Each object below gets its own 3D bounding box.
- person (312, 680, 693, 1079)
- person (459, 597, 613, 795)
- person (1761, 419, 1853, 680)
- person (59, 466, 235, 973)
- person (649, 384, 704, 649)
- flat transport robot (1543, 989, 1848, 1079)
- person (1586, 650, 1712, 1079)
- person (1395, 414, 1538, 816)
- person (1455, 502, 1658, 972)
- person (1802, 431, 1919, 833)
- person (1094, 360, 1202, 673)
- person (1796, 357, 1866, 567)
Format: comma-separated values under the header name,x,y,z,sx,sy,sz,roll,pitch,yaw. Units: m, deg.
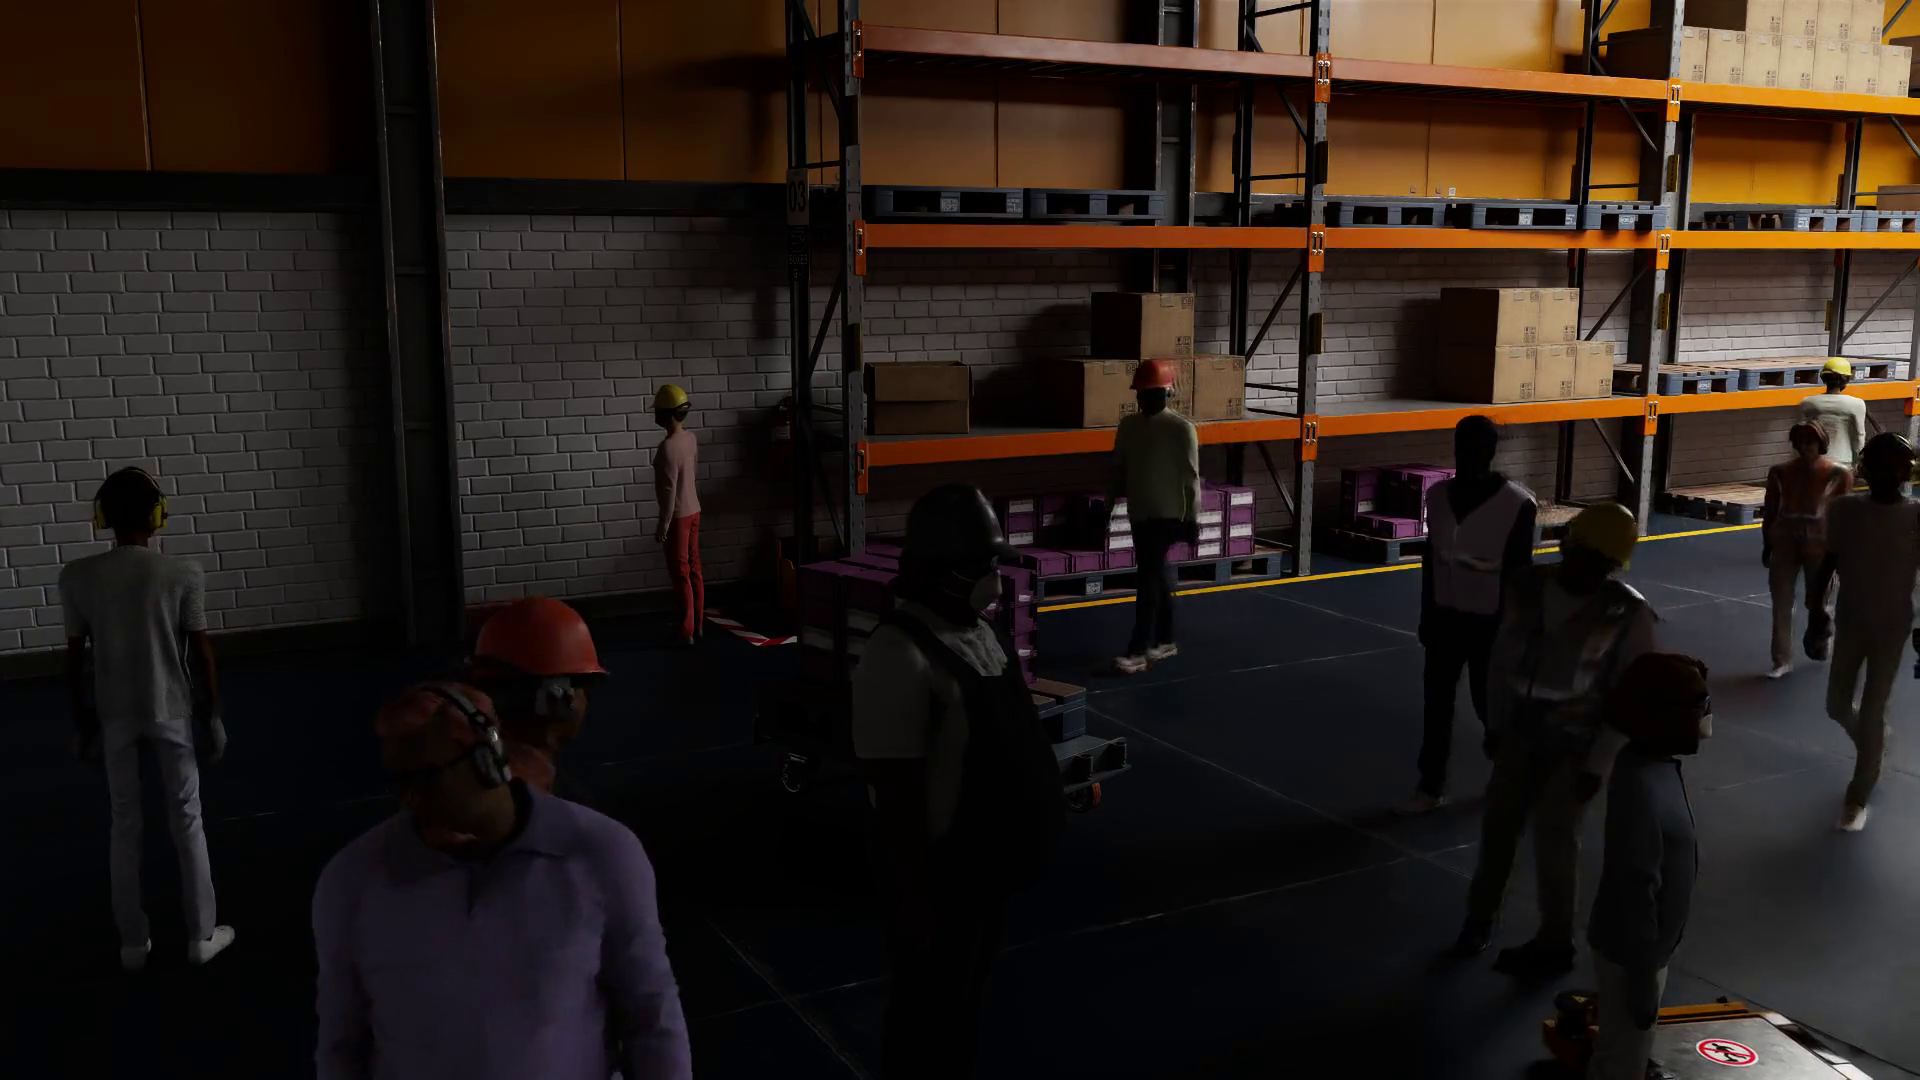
name,x,y,z,sx,sy,sz,roll,pitch,yaw
person,-0.855,1.176,3.193,0.702,1.872,0.650,-3,10,-18
person,-0.991,1.095,3.504,1.015,1.921,0.653,-6,11,-29
person,5.276,0.047,10.365,0.524,1.619,0.588,9,13,42
person,-2.996,0.665,6.132,0.534,1.861,0.310,-3,10,-14
person,-1.905,-0.156,11.127,0.315,1.769,0.523,2,10,10
flat transport robot,2.360,1.683,4.845,0.652,0.197,1.431,-2,10,-9
person,1.790,1.086,4.359,0.279,1.634,0.498,4,11,24
person,2.438,0.347,7.866,0.754,1.901,0.603,-7,12,-36
person,2.177,0.722,6.076,0.406,1.776,0.632,-7,12,-37
person,4.268,0.398,7.751,0.696,1.844,0.557,-10,14,-44
person,1.133,-0.152,10.554,0.893,1.959,0.623,-8,13,-38
person,7.318,-0.653,14.009,0.523,1.762,0.329,8,12,37
